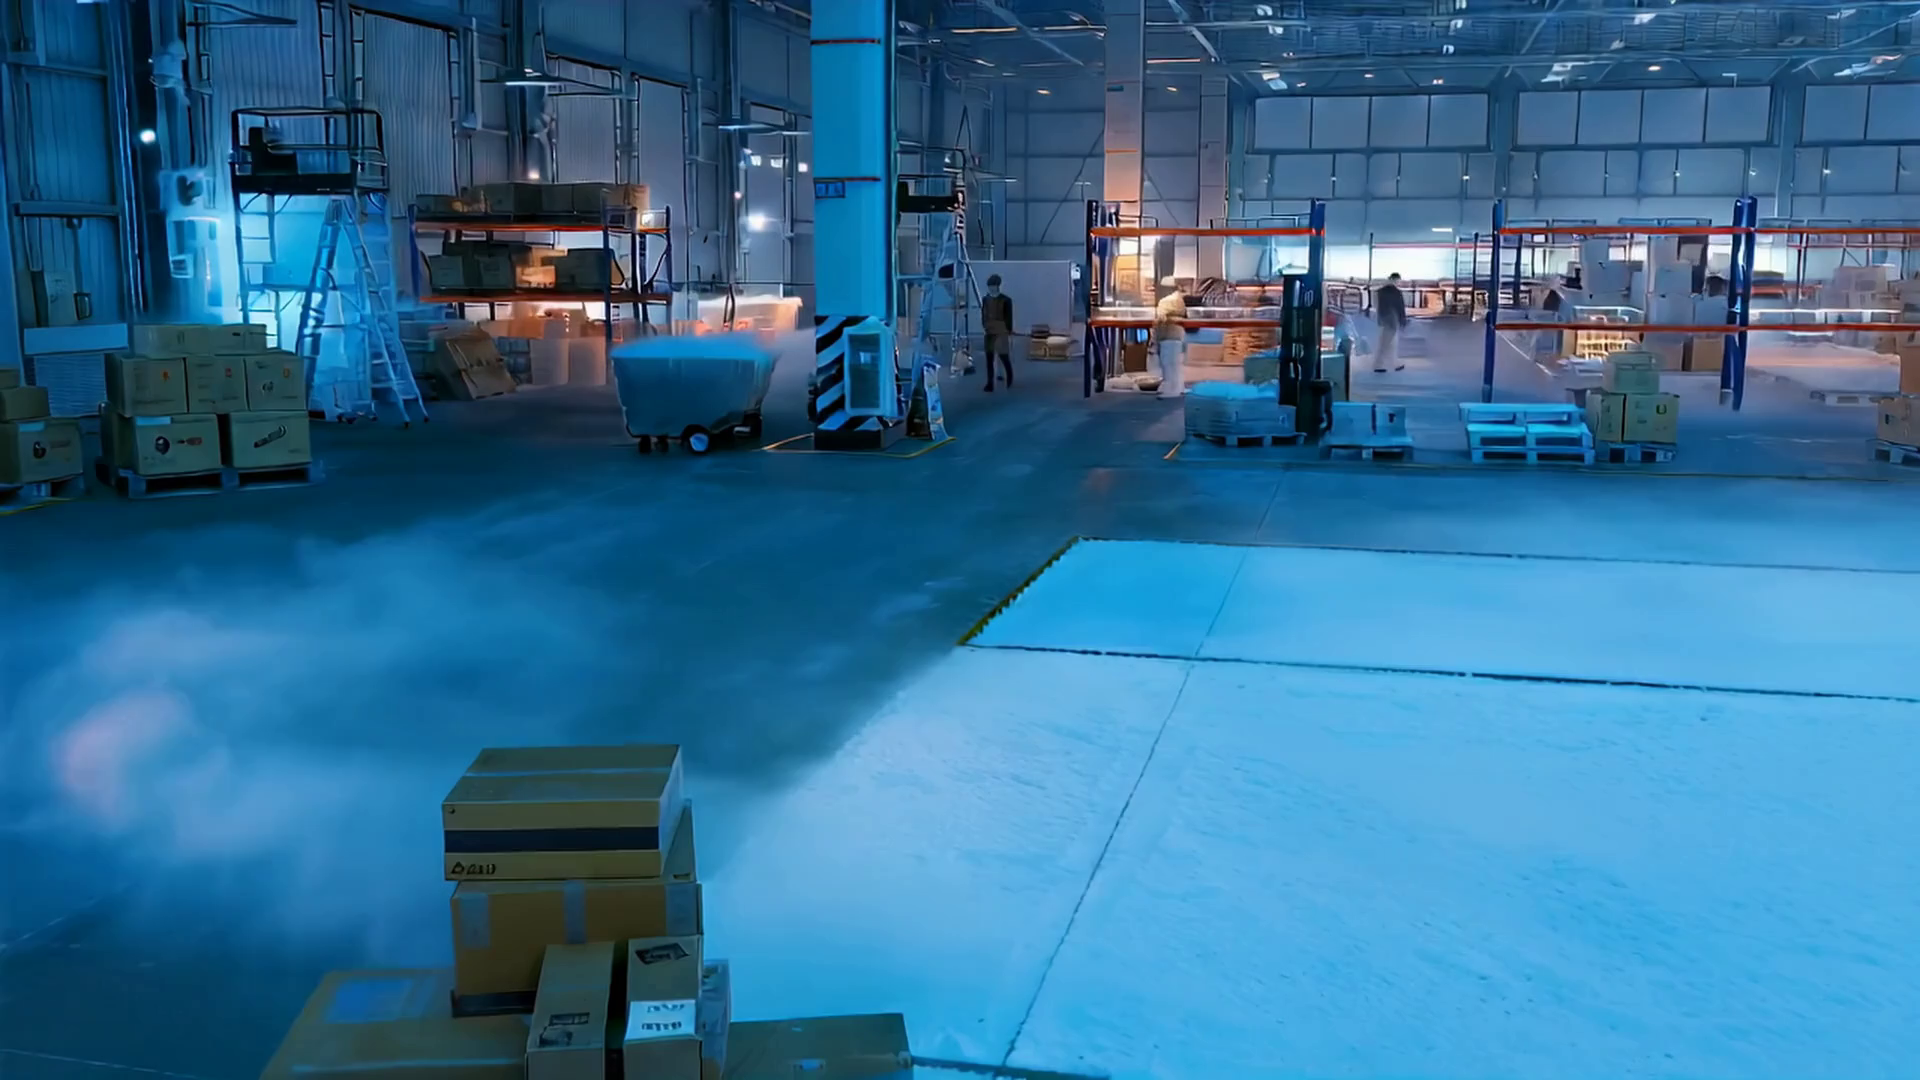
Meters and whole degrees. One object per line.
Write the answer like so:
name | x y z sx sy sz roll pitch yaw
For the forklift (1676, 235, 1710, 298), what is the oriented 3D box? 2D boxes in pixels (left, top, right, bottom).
forklift | 21.643 -7.642 49.401 1.129 2.768 1.873 1 10 6

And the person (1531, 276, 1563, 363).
person | 12.213 -4.547 34.387 0.821 1.792 0.695 -2 10 -9

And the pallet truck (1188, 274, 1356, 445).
pallet truck | 3.653 -2.138 19.590 1.885 1.965 0.823 -4 10 -20

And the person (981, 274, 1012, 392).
person | 0.620 -3.394 27.233 0.552 1.917 0.746 4 10 21

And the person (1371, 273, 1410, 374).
person | 8.162 -4.082 31.391 1.032 1.872 0.641 -5 11 -26

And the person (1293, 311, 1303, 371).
person | 6.627 -4.101 31.924 0.322 1.735 0.490 6 11 30

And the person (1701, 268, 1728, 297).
person | 20.913 -6.592 46.147 0.647 1.893 1.011 4 10 22

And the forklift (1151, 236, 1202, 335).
forklift | 5.866 -7.214 46.878 1.873 2.768 1.129 2 10 14

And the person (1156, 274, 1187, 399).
person | 3.245 -3.138 25.691 0.589 1.924 0.383 -8 13 -41

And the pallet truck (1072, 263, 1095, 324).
pallet truck | 4.325 -8.180 55.162 0.823 1.965 1.885 6 11 31

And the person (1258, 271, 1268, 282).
person | 10.877 -8.759 59.452 0.535 1.699 0.318 -6 11 -30
